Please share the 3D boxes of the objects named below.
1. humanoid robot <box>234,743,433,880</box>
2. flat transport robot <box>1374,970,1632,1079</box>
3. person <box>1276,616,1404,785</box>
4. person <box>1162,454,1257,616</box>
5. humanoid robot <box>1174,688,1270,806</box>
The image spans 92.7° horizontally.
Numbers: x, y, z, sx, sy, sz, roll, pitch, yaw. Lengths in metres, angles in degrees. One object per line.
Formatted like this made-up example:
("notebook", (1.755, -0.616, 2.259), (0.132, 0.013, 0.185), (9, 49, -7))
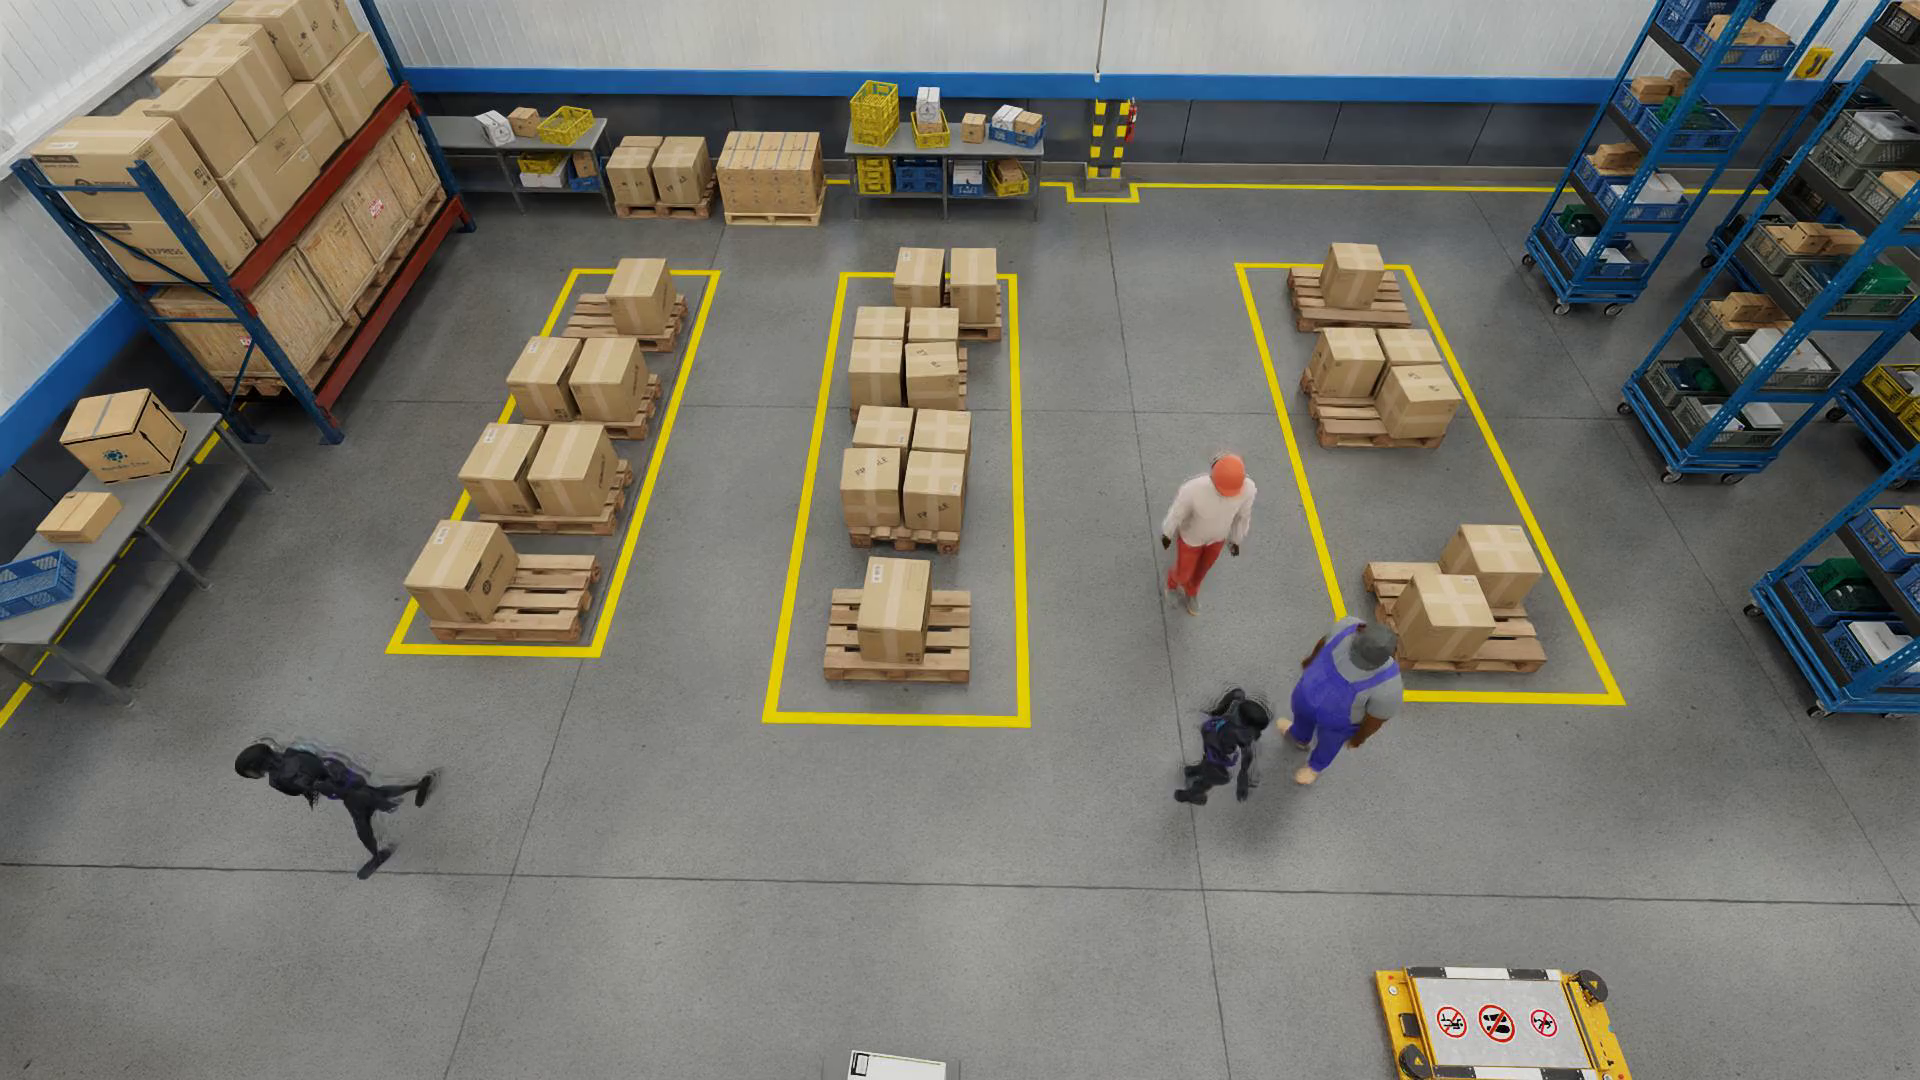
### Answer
("humanoid robot", (-4.177, 1.663, 6.266), (0.634, 1.615, 0.777), (24, 55, 18))
("flat transport robot", (3.501, 3.133, 5.914), (1.431, 0.197, 0.652), (1, 51, 1))
("person", (2.614, 1.111, 6.438), (0.537, 2.000, 0.740), (-13, 52, -10))
("person", (1.977, -0.017, 7.404), (0.645, 1.962, 0.472), (-5, 51, -4))
("humanoid robot", (1.866, 1.452, 6.406), (0.431, 1.626, 0.660), (6, 51, 5))
